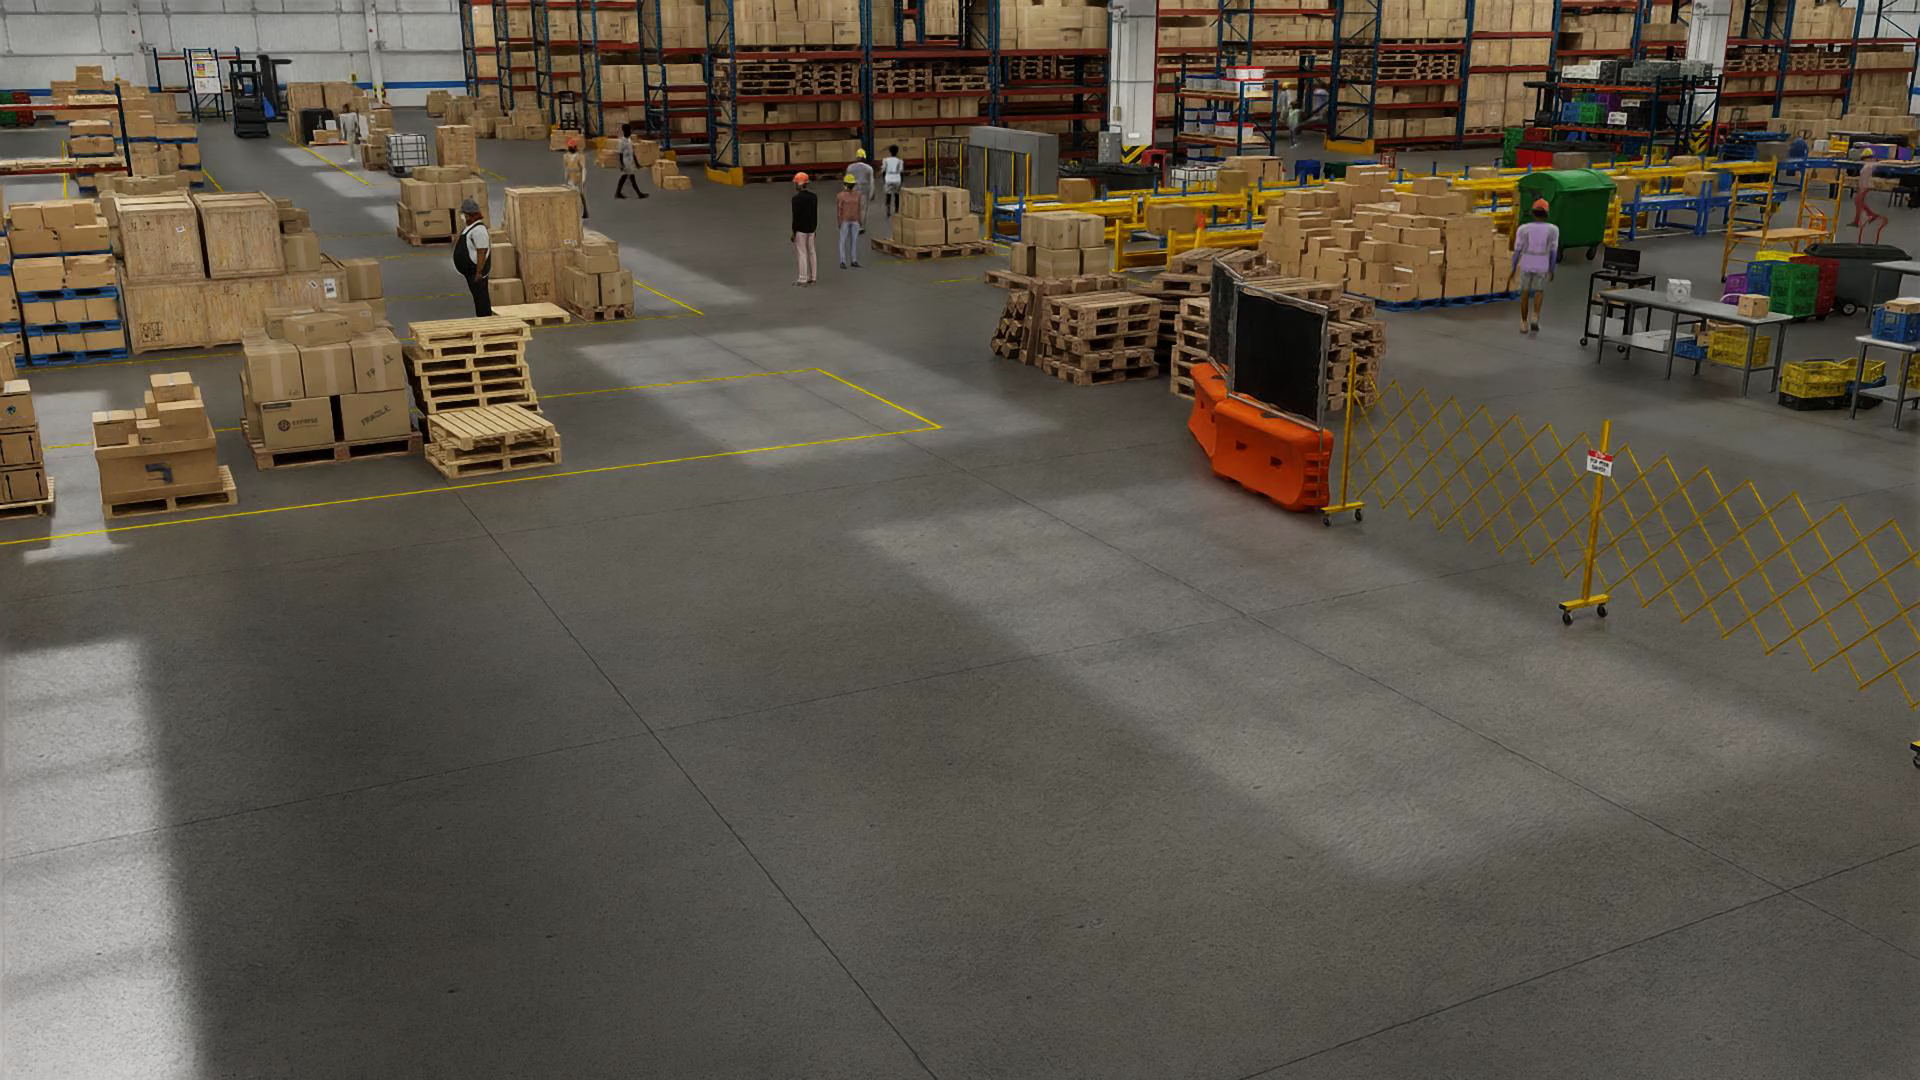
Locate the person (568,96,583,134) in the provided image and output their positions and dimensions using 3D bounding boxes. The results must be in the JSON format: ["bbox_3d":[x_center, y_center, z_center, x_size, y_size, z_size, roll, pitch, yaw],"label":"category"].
[{"bbox_3d":[-14.277,-15.621,61.599,0.842,1.599,0.513,-8,19,-23],"label":"person"}]

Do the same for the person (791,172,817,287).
[{"bbox_3d":[-2.751,-5.458,29.276,0.386,1.993,0.622,13,22,34],"label":"person"}]

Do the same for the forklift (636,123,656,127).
[{"bbox_3d":[-12.647,-18.303,67.894,1.873,2.768,1.129,-9,20,-26],"label":"forklift"}]

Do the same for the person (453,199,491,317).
[{"bbox_3d":[-7.290,-4.075,24.893,0.538,2.000,0.683,-8,20,-24],"label":"person"}]

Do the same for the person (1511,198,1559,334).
[{"bbox_3d":[8.625,-4.111,25.012,0.631,2.027,0.423,5,19,16],"label":"person"}]

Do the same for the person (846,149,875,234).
[{"bbox_3d":[-2.144,-7.591,36.213,0.630,1.814,0.584,2,18,7],"label":"person"}]

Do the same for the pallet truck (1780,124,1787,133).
[{"bbox_3d":[25.206,-12.542,52.601,1.601,1.201,0.680,0,18,-2],"label":"pallet truck"}]

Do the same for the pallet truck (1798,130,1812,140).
[{"bbox_3d":[25.526,-11.556,49.408,1.630,1.274,0.653,-9,20,-26],"label":"pallet truck"}]

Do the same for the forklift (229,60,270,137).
[{"bbox_3d":[-27.118,-16.804,63.223,1.129,2.768,1.873,-9,20,-26],"label":"forklift"}]

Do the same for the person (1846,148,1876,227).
[{"bbox_3d":[20.261,-7.880,37.204,0.479,1.751,0.545,11,21,31],"label":"person"}]

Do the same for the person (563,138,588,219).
[{"bbox_3d":[-8.890,-8.344,38.459,0.548,1.896,1.013,1,18,4],"label":"person"}]

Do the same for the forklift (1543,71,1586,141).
[{"bbox_3d":[18.685,-13.231,52.085,1.873,2.768,1.129,-9,20,-26],"label":"forklift"}]

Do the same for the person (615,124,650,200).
[{"bbox_3d":[-8.437,-9.637,42.436,0.994,1.914,0.630,2,18,6],"label":"person"}]

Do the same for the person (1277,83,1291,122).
[{"bbox_3d":[13.347,-17.902,68.428,0.930,1.790,0.591,-8,19,-24],"label":"person"}]

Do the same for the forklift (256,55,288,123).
[{"bbox_3d":[-29.210,-19.009,70.098,1.873,2.768,1.129,-9,20,-26],"label":"forklift"}]

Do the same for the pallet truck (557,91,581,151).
[{"bbox_3d":[-13.495,-14.412,57.188,0.823,1.965,1.885,-3,18,-9],"label":"pallet truck"}]

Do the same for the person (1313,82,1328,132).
[{"bbox_3d":[14.212,-17.049,65.521,0.502,1.928,0.625,-7,19,-22],"label":"person"}]

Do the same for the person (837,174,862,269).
[{"bbox_3d":[-2.074,-6.023,31.408,0.526,1.768,0.331,-11,21,-32],"label":"person"}]

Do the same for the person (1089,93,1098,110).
[{"bbox_3d":[5.545,-18.142,69.301,0.316,1.695,0.542,-16,24,-41],"label":"person"}]

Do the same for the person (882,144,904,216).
[{"bbox_3d":[-1.569,-8.405,38.965,0.541,1.679,0.608,1,18,4],"label":"person"}]

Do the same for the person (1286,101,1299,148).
[{"bbox_3d":[11.577,-14.469,57.964,0.365,1.620,0.530,-9,20,-25],"label":"person"}]

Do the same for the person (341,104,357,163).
[{"bbox_3d":[-19.350,-12.908,52.787,0.535,1.823,0.586,6,19,18],"label":"person"}]
